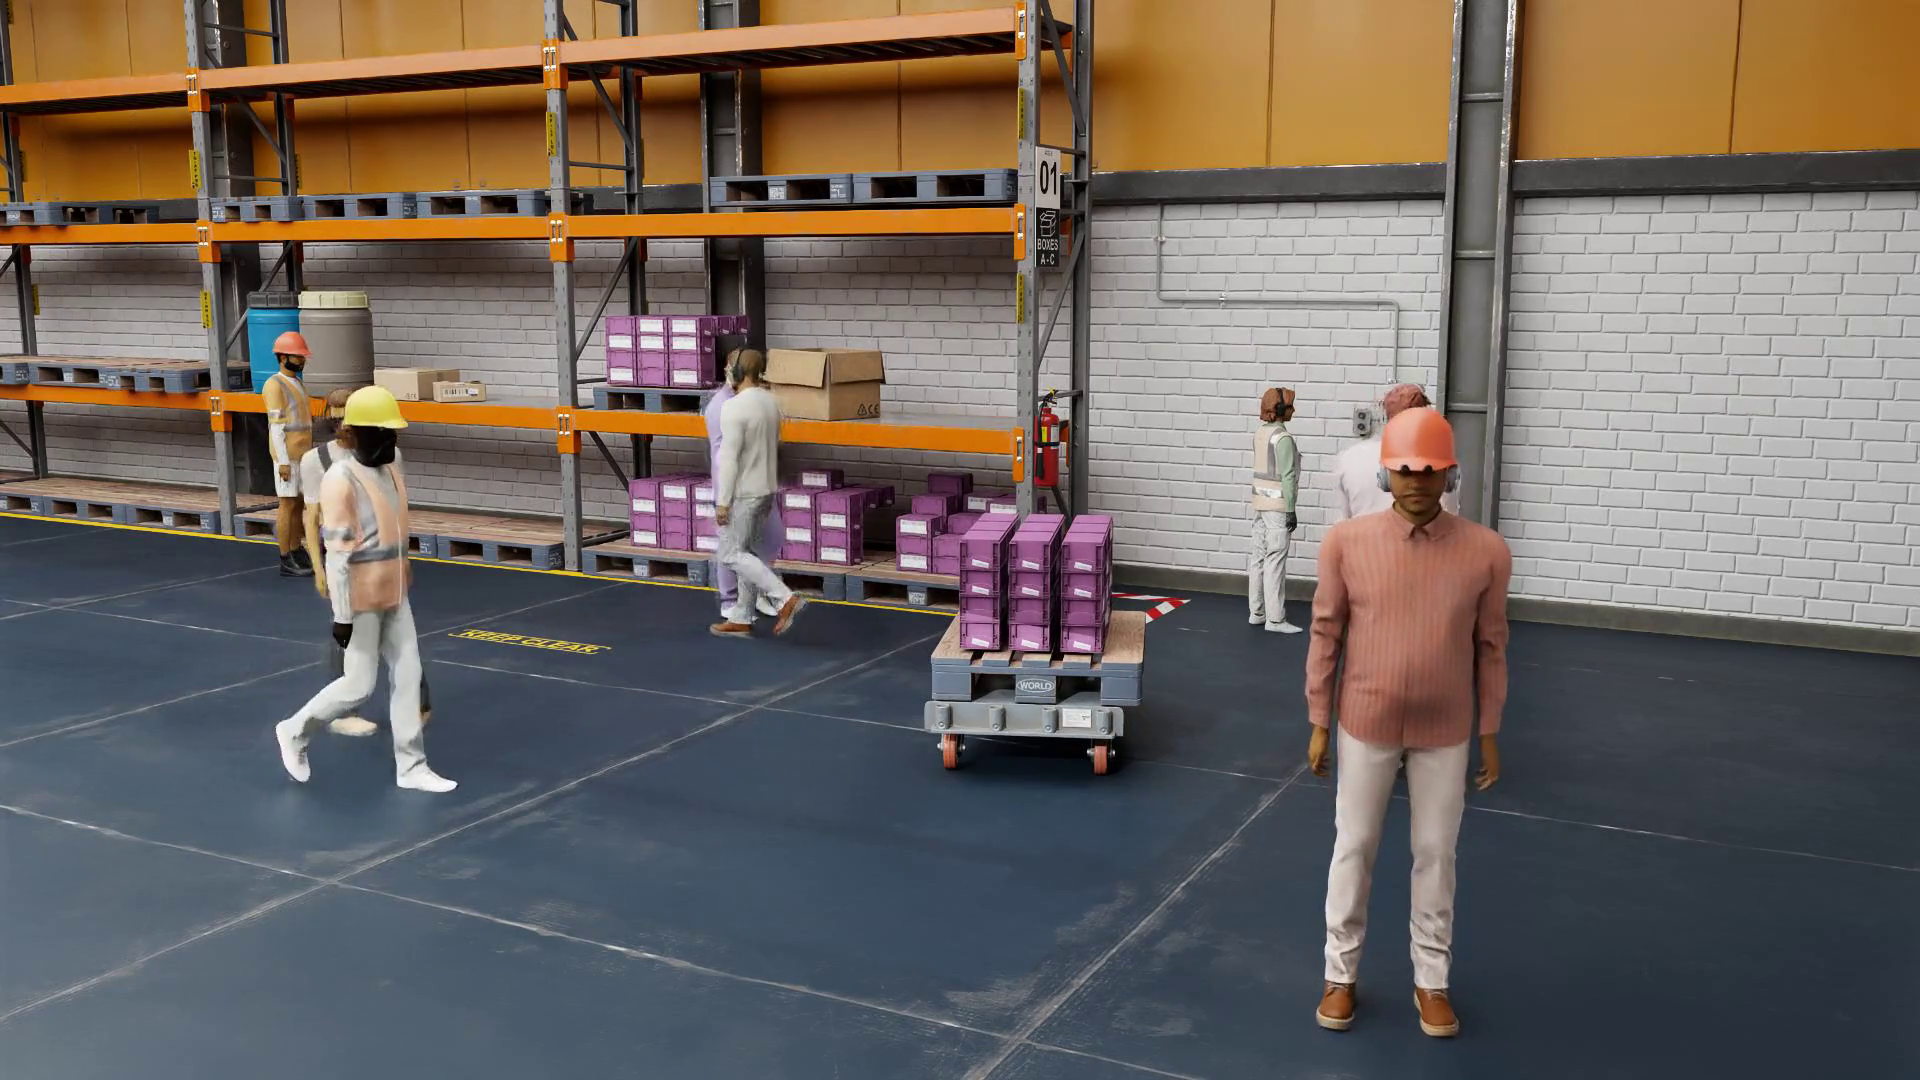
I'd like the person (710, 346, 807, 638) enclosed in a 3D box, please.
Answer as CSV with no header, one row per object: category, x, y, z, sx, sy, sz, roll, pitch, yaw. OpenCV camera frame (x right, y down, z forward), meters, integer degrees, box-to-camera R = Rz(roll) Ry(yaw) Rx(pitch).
person,-1.329,-0.286,10.758,0.669,1.925,0.642,3,10,19

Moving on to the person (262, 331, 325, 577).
person,-5.254,-0.676,13.152,0.363,1.933,0.543,0,9,-2

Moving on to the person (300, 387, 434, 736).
person,-3.084,0.114,8.621,0.568,1.821,0.387,-5,10,-27

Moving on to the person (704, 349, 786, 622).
person,-1.461,-0.358,11.329,0.505,1.884,0.681,5,11,29

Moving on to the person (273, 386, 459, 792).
person,-2.771,0.238,7.636,0.797,1.903,0.594,2,9,11

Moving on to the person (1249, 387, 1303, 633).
person,2.101,-0.199,11.112,0.307,1.641,0.514,-2,9,-14

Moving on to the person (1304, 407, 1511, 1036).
person,1.399,0.576,5.234,0.622,1.992,0.395,2,9,9

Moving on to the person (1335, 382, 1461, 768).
person,2.095,0.196,7.911,0.637,1.890,0.421,7,12,37
